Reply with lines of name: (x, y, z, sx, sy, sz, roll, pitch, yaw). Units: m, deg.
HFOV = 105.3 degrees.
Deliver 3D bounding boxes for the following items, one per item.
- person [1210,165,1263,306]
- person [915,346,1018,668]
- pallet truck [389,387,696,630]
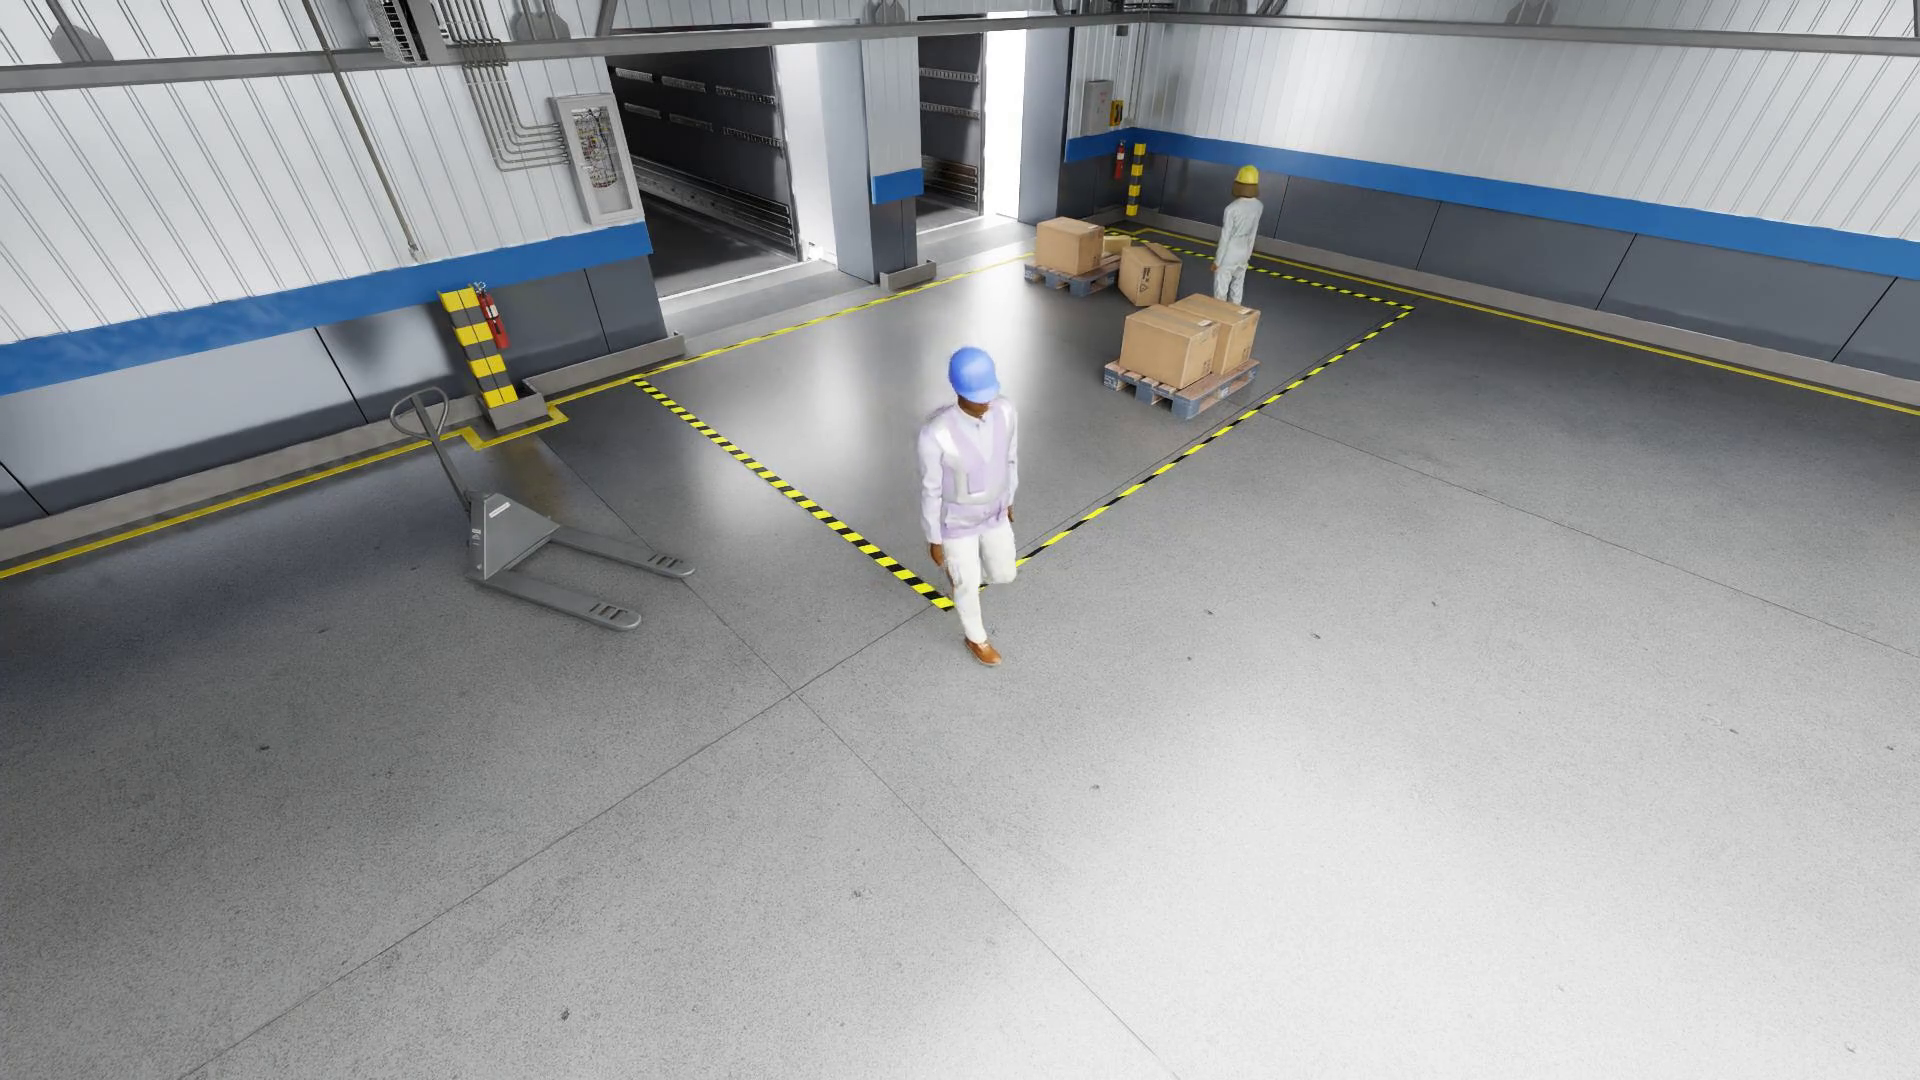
person: (2.848, -2.975, 7.709, 0.492, 1.742, 0.318, -18, 41, -21)
person: (0.034, -0.152, 3.906, 0.619, 1.923, 0.651, -24, 44, -28)
pallet truck: (-2.613, -0.247, 4.593, 1.601, 1.201, 0.680, 14, 40, 17)
